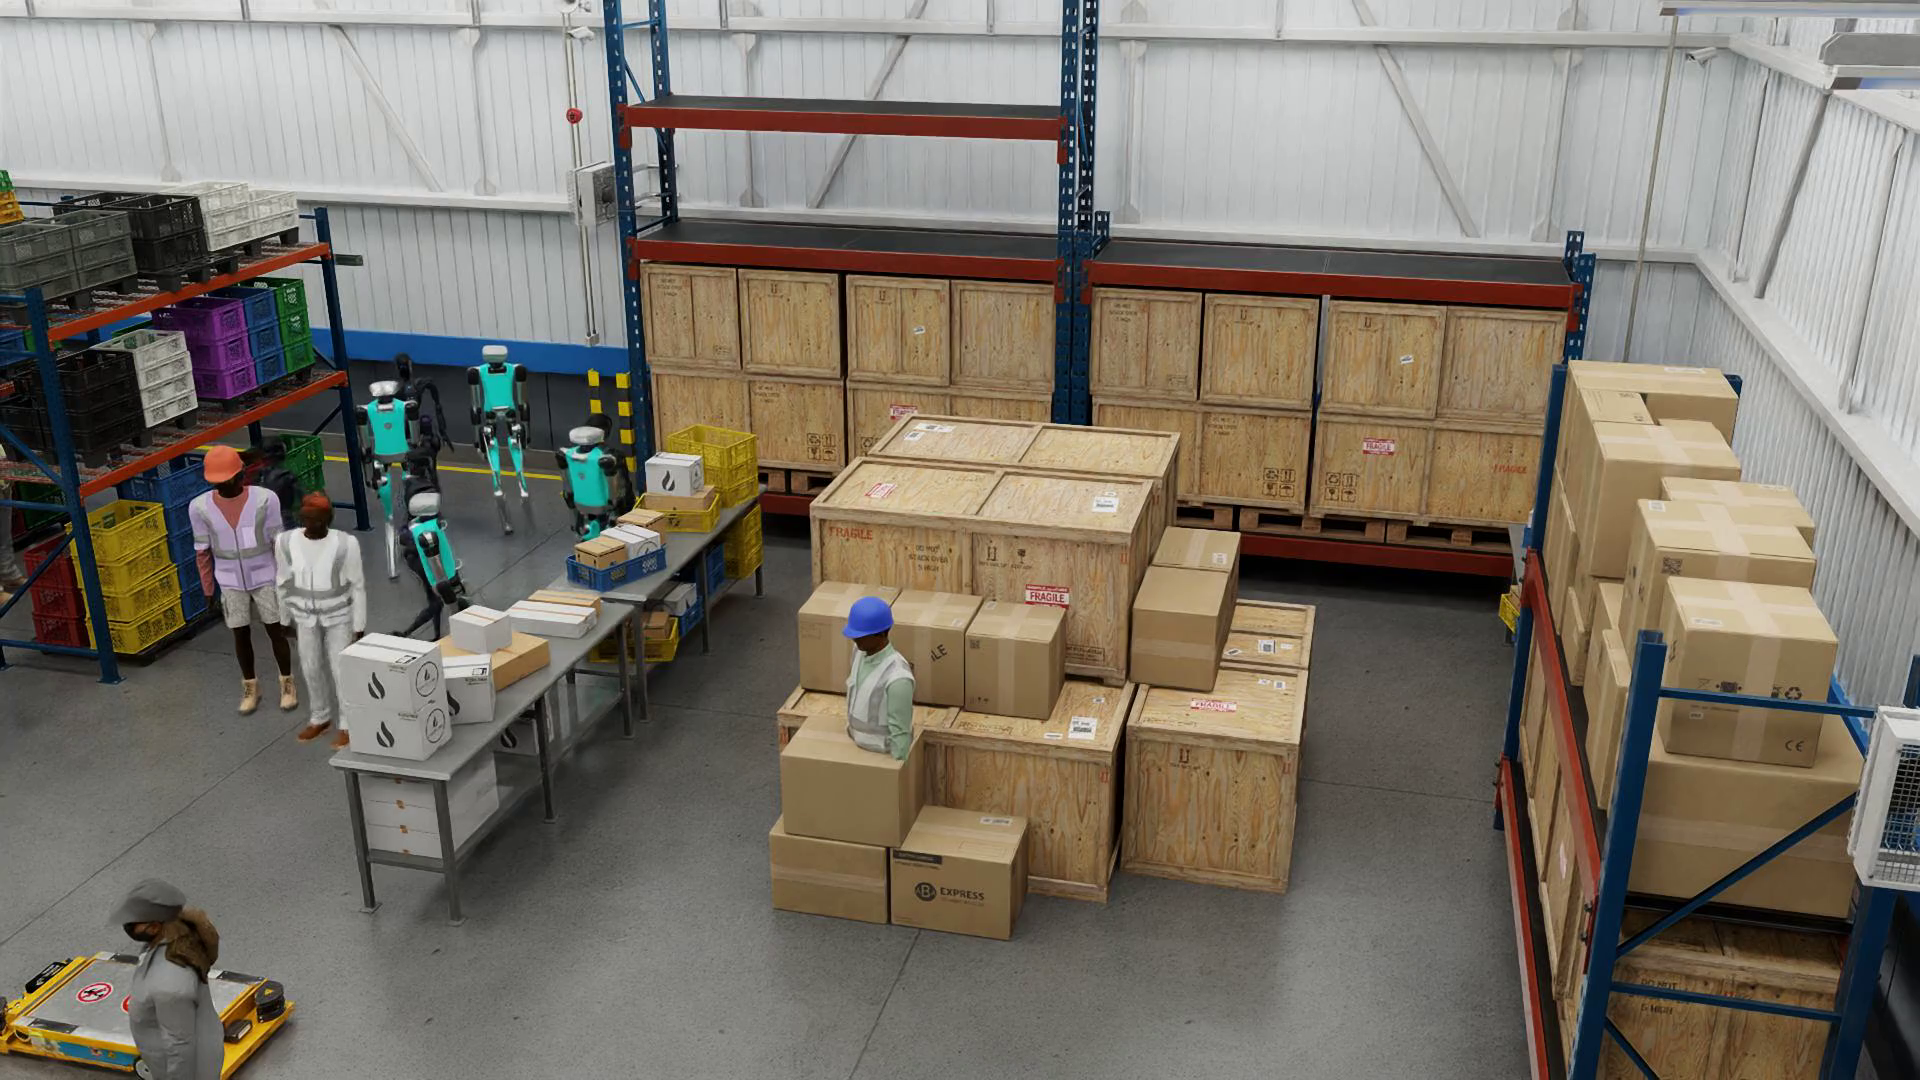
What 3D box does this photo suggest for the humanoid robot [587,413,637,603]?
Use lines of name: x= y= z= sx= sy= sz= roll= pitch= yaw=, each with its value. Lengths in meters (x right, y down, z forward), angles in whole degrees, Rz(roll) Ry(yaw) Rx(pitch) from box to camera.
humanoid robot: x=-2.902 y=-0.258 z=13.731 sx=0.604 sy=1.650 sz=0.363 roll=11 pitch=23 yaw=26

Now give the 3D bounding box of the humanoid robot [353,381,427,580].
humanoid robot: x=-4.922 y=-0.574 z=14.516 sx=0.537 sy=1.782 sz=0.908 roll=-6 pitch=22 yaw=-16

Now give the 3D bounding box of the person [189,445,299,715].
person: x=-5.080 y=0.286 z=11.835 sx=0.608 sy=2.033 sz=0.401 roll=-5 pitch=22 yaw=-14

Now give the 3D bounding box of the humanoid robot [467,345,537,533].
humanoid robot: x=-4.164 y=-0.834 z=15.228 sx=0.539 sy=1.848 sz=0.662 roll=-7 pitch=22 yaw=-19

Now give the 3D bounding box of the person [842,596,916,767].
person: x=-0.469 y=1.211 z=9.545 sx=0.412 sy=1.939 sz=0.602 roll=-10 pitch=23 yaw=-25

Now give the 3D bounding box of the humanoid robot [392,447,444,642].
humanoid robot: x=-4.235 y=0.084 z=12.873 sx=0.518 sy=1.639 sz=0.602 roll=-15 pitch=26 yaw=-34

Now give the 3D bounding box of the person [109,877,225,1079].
person: x=-3.309 y=2.217 z=7.144 sx=0.399 sy=1.769 sz=0.560 roll=-9 pitch=23 yaw=-23

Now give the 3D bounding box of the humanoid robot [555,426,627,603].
humanoid robot: x=-2.793 y=-0.166 z=13.457 sx=0.544 sy=1.732 sz=1.006 roll=8 pitch=22 yaw=19

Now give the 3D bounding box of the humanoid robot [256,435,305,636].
humanoid robot: x=-5.328 y=-0.032 z=13.149 sx=0.587 sy=1.640 sz=0.363 roll=11 pitch=24 yaw=27

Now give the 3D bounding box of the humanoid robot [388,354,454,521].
humanoid robot: x=-5.075 y=-0.952 z=15.572 sx=0.615 sy=1.650 sz=0.335 roll=-11 pitch=23 yaw=-26

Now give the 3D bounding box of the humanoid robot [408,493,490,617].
humanoid robot: x=-3.387 y=0.504 z=11.738 sx=0.822 sy=1.802 sz=0.550 roll=-8 pitch=22 yaw=-19

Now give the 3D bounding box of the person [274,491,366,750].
person: x=-4.365 y=0.550 z=11.402 sx=0.638 sy=1.863 sz=0.460 roll=-1 pitch=21 yaw=-3

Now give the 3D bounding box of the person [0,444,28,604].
person: x=-8.099 y=-0.388 z=13.860 sx=0.429 sy=1.843 sz=0.624 roll=1 pitch=21 yaw=2

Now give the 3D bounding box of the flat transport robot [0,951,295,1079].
flat transport robot: x=-4.270 y=2.464 z=8.601 sx=1.431 sy=0.231 sz=0.659 roll=5 pitch=22 yaw=13
